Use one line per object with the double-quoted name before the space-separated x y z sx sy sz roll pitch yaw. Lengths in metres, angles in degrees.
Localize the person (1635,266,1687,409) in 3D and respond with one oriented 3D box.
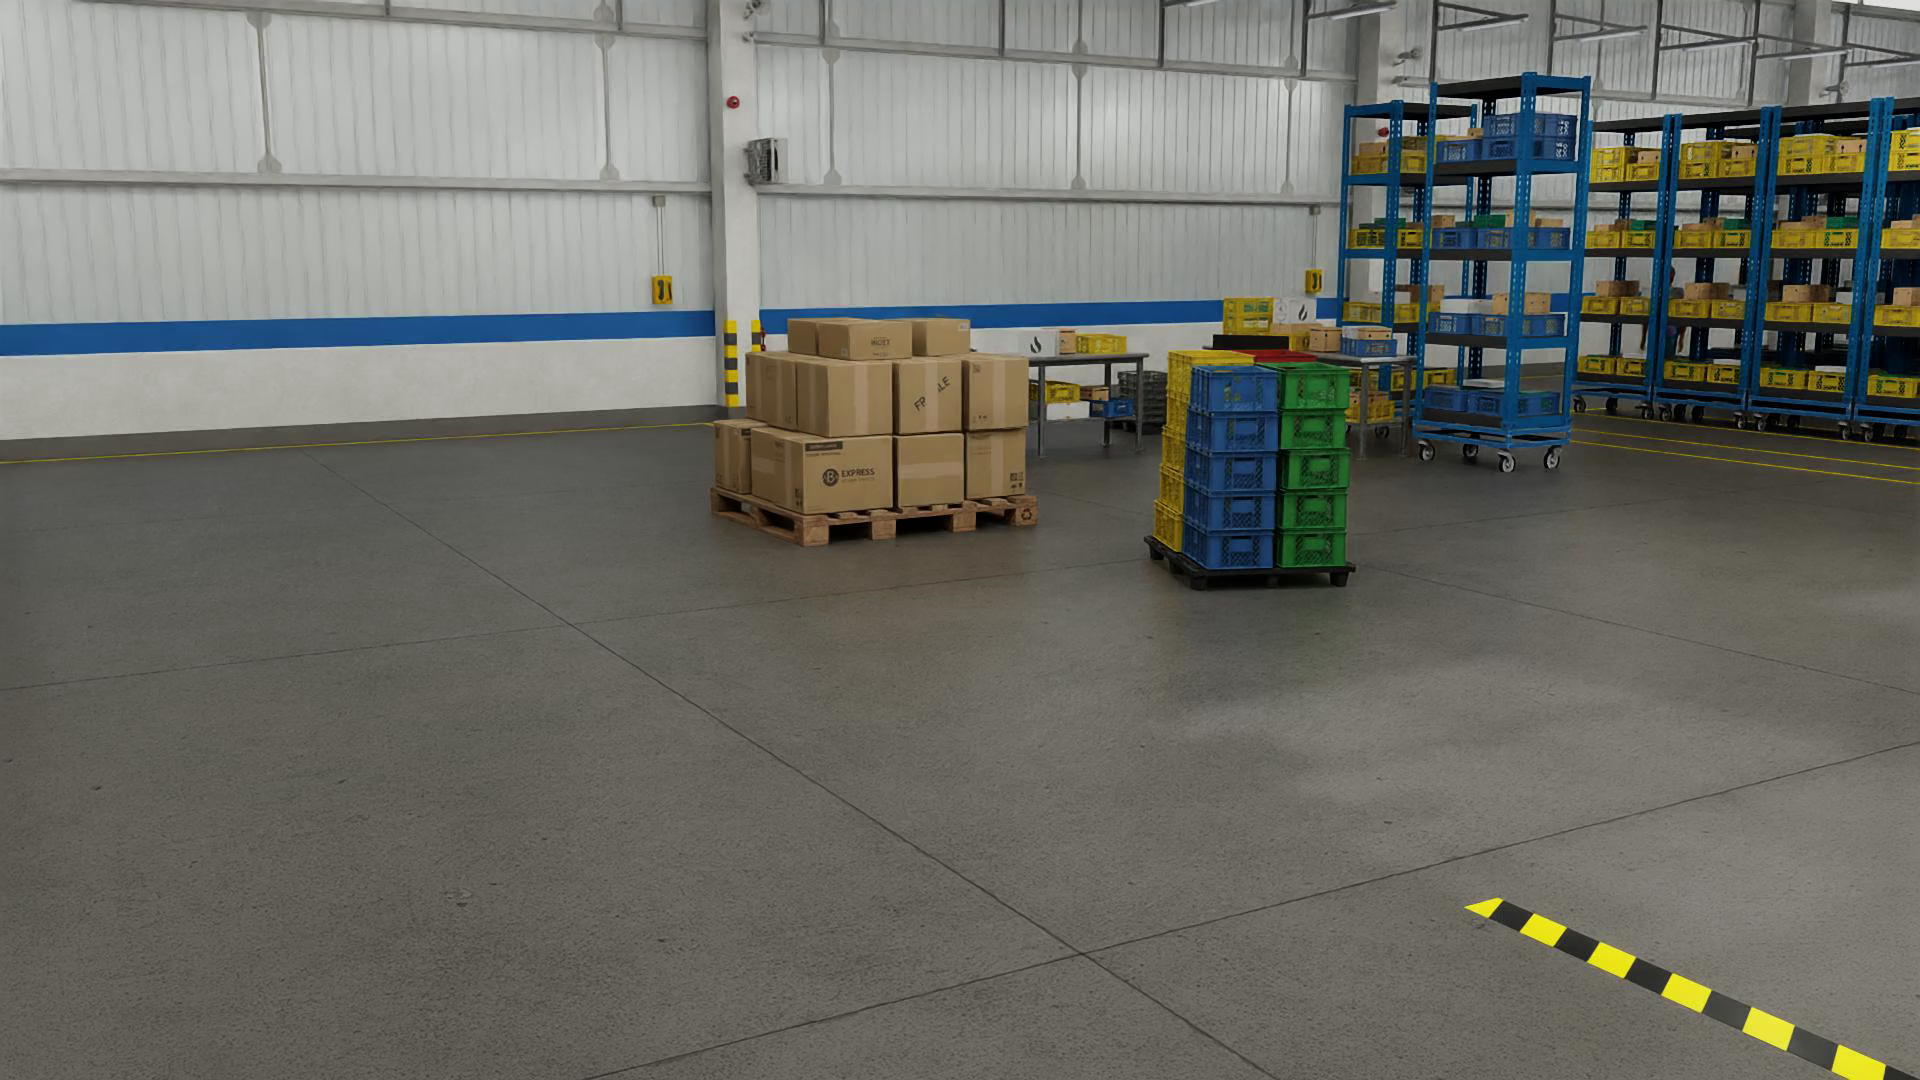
"person" 8.967 -2.573 21.192 0.396 1.839 0.564 -9 13 -41
